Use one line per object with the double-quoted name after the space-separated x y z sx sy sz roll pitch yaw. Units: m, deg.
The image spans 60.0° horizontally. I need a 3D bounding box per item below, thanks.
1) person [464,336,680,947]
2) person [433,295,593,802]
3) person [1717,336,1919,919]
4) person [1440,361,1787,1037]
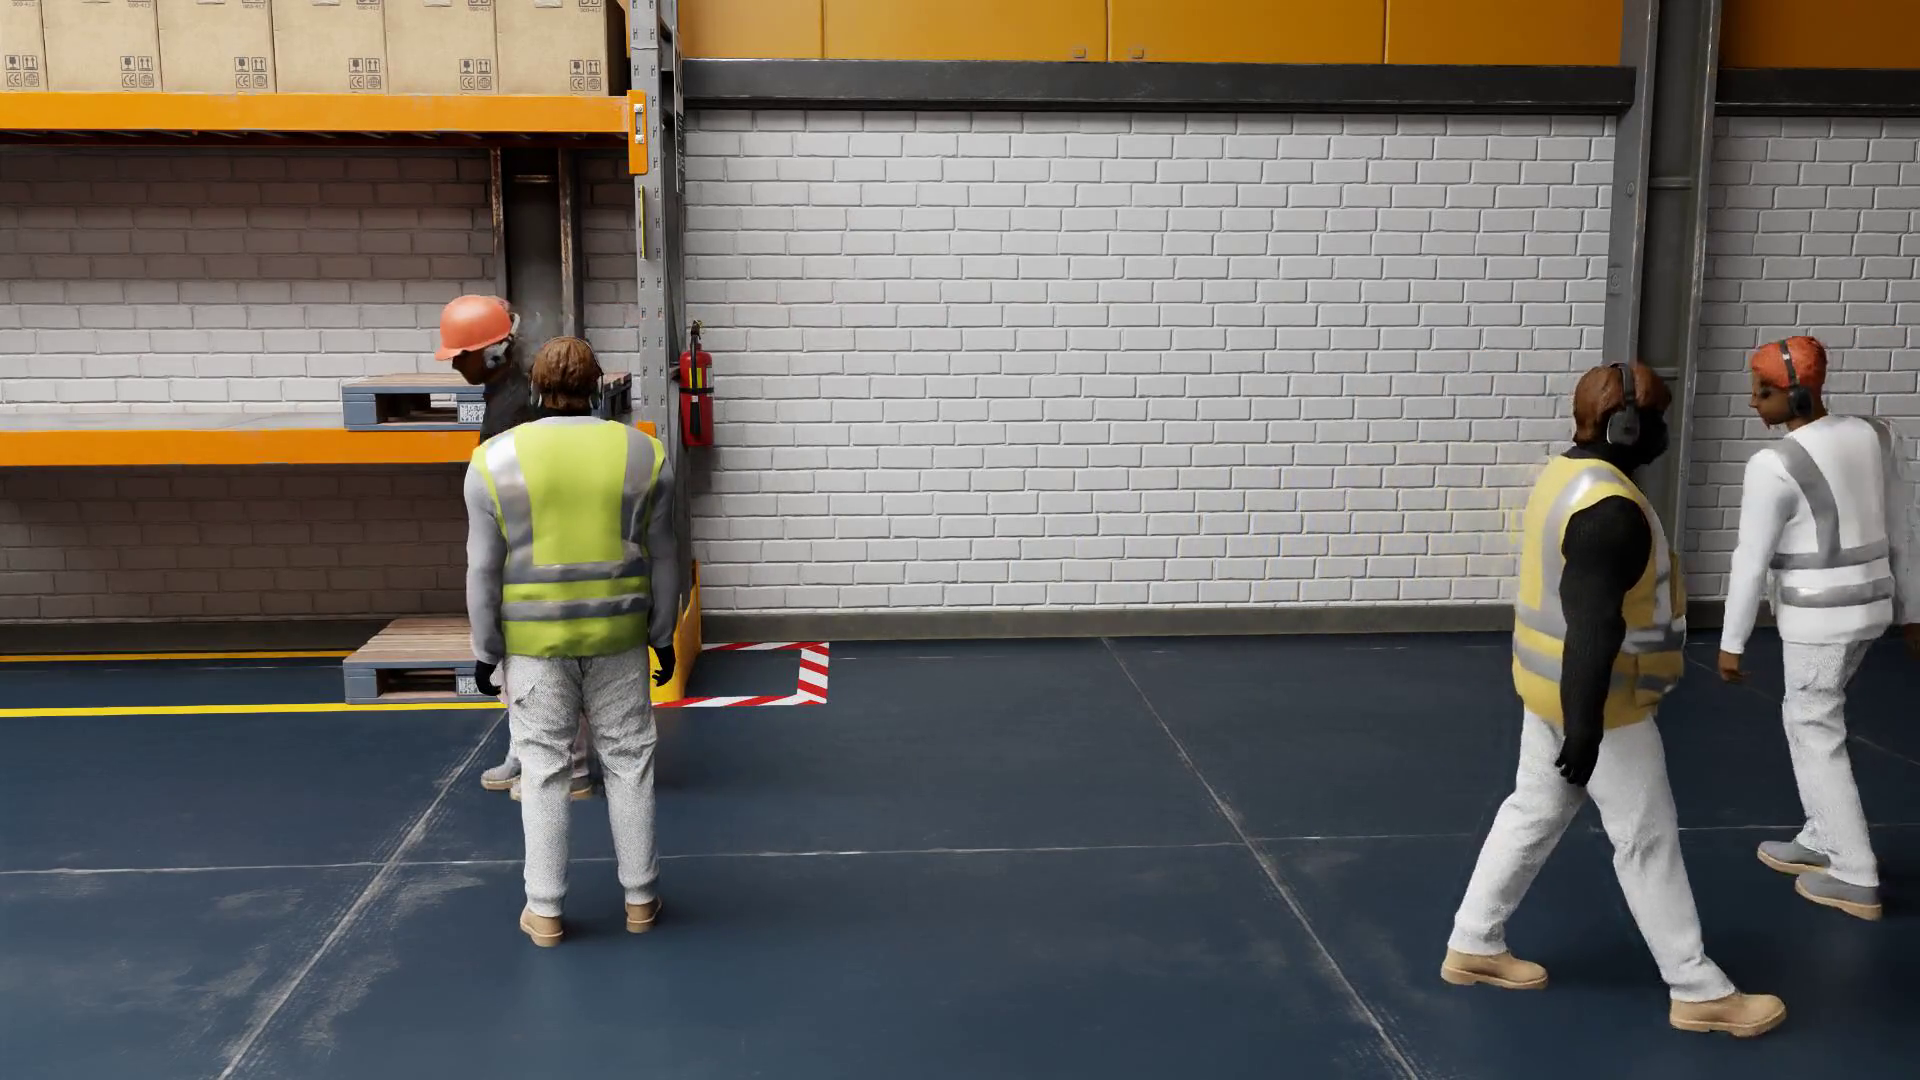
-1.168 0.306 5.062 0.633 1.842 0.429 -3 10 -20 "person"
-1.680 0.062 6.256 0.593 1.945 0.696 -2 9 -10 "person"
2.715 0.269 5.307 0.664 1.833 0.598 -5 10 -28 "person"
1.770 0.420 4.506 0.875 1.799 0.649 1 9 9 "person"
